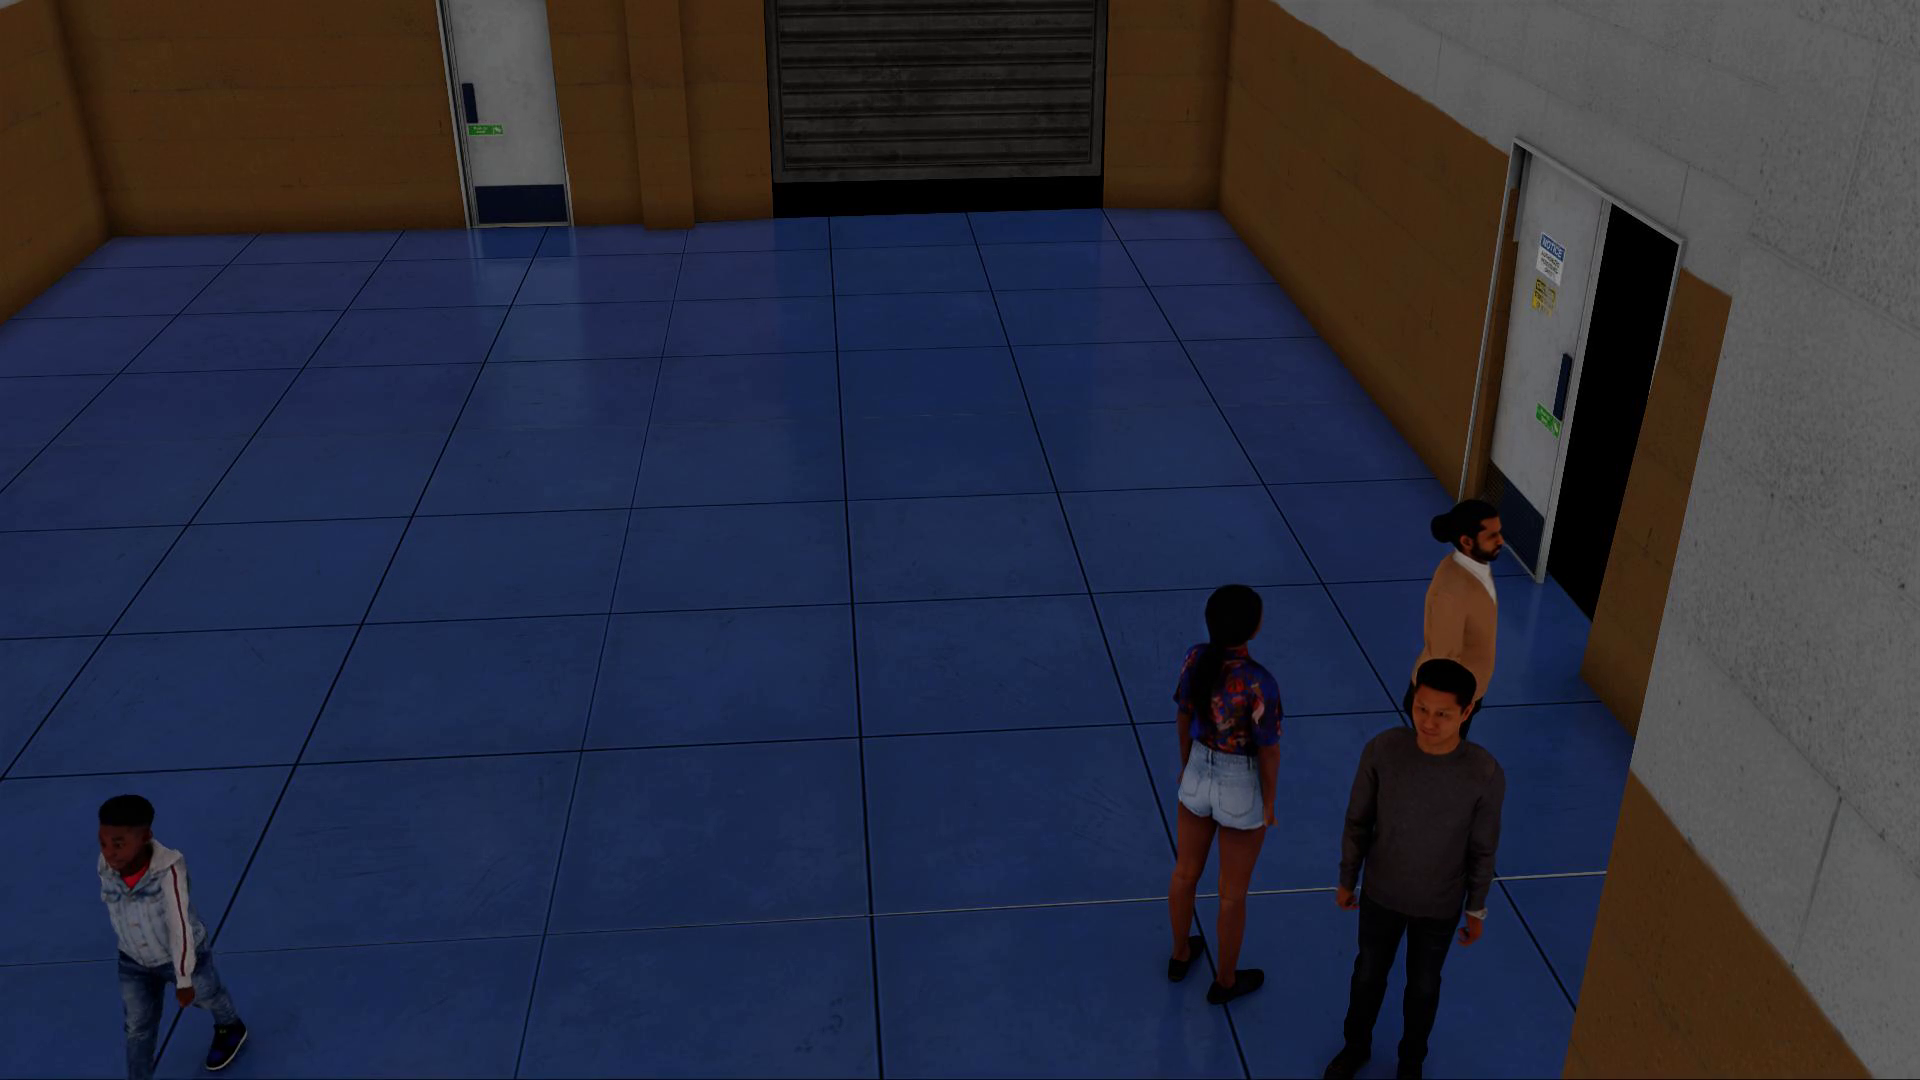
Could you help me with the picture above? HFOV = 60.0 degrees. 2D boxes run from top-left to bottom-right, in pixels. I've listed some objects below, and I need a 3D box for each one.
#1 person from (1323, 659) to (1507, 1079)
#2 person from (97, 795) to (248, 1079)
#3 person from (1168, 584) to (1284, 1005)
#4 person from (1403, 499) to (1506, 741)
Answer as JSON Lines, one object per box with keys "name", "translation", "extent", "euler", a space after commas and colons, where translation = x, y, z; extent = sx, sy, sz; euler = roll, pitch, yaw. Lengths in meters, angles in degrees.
{"name": "person", "translation": [1.548, 1.179, 5.647], "extent": [0.648, 1.766, 0.781], "euler": [-9, 28, -17]}
{"name": "person", "translation": [-2.747, 1.389, 5.831], "extent": [0.843, 1.225, 0.673], "euler": [4, 27, 7]}
{"name": "person", "translation": [0.967, 0.933, 6.158], "extent": [0.666, 1.743, 0.715], "euler": [23, 35, 37]}
{"name": "person", "translation": [1.968, 0.635, 6.725], "extent": [0.758, 1.754, 0.752], "euler": [11, 29, 21]}
